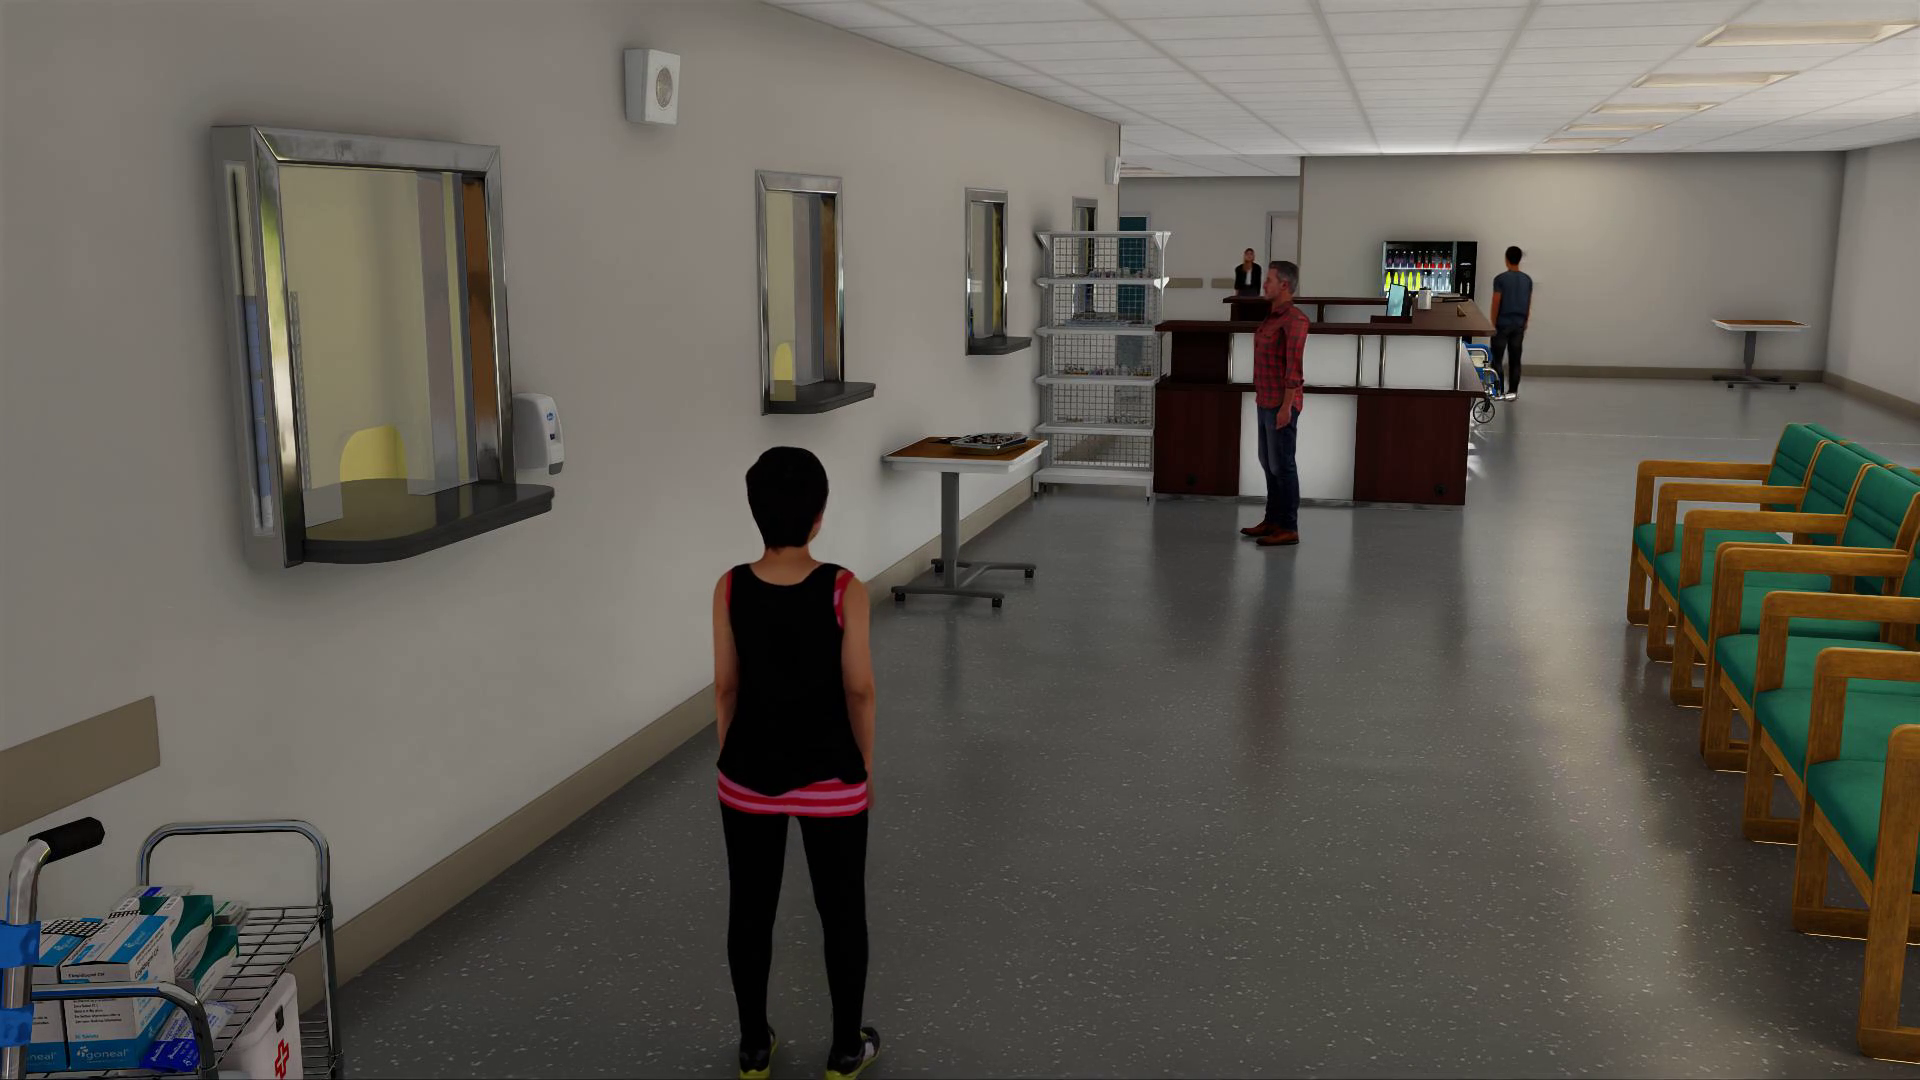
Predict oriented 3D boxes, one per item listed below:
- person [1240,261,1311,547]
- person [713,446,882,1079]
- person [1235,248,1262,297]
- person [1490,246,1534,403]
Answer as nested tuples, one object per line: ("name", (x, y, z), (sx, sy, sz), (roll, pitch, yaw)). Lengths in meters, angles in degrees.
("person", (2.086, -0.901, 10.849), (0.699, 1.831, 0.754), (-1, 11, -7))
("person", (-0.401, 0.545, 3.976), (0.489, 1.552, 0.627), (1, 11, 4))
("person", (4.771, -4.003, 27.663), (0.716, 1.655, 0.718), (1, 11, 7))
("person", (6.421, -2.505, 19.357), (0.670, 1.810, 0.805), (-1, 11, -7))
